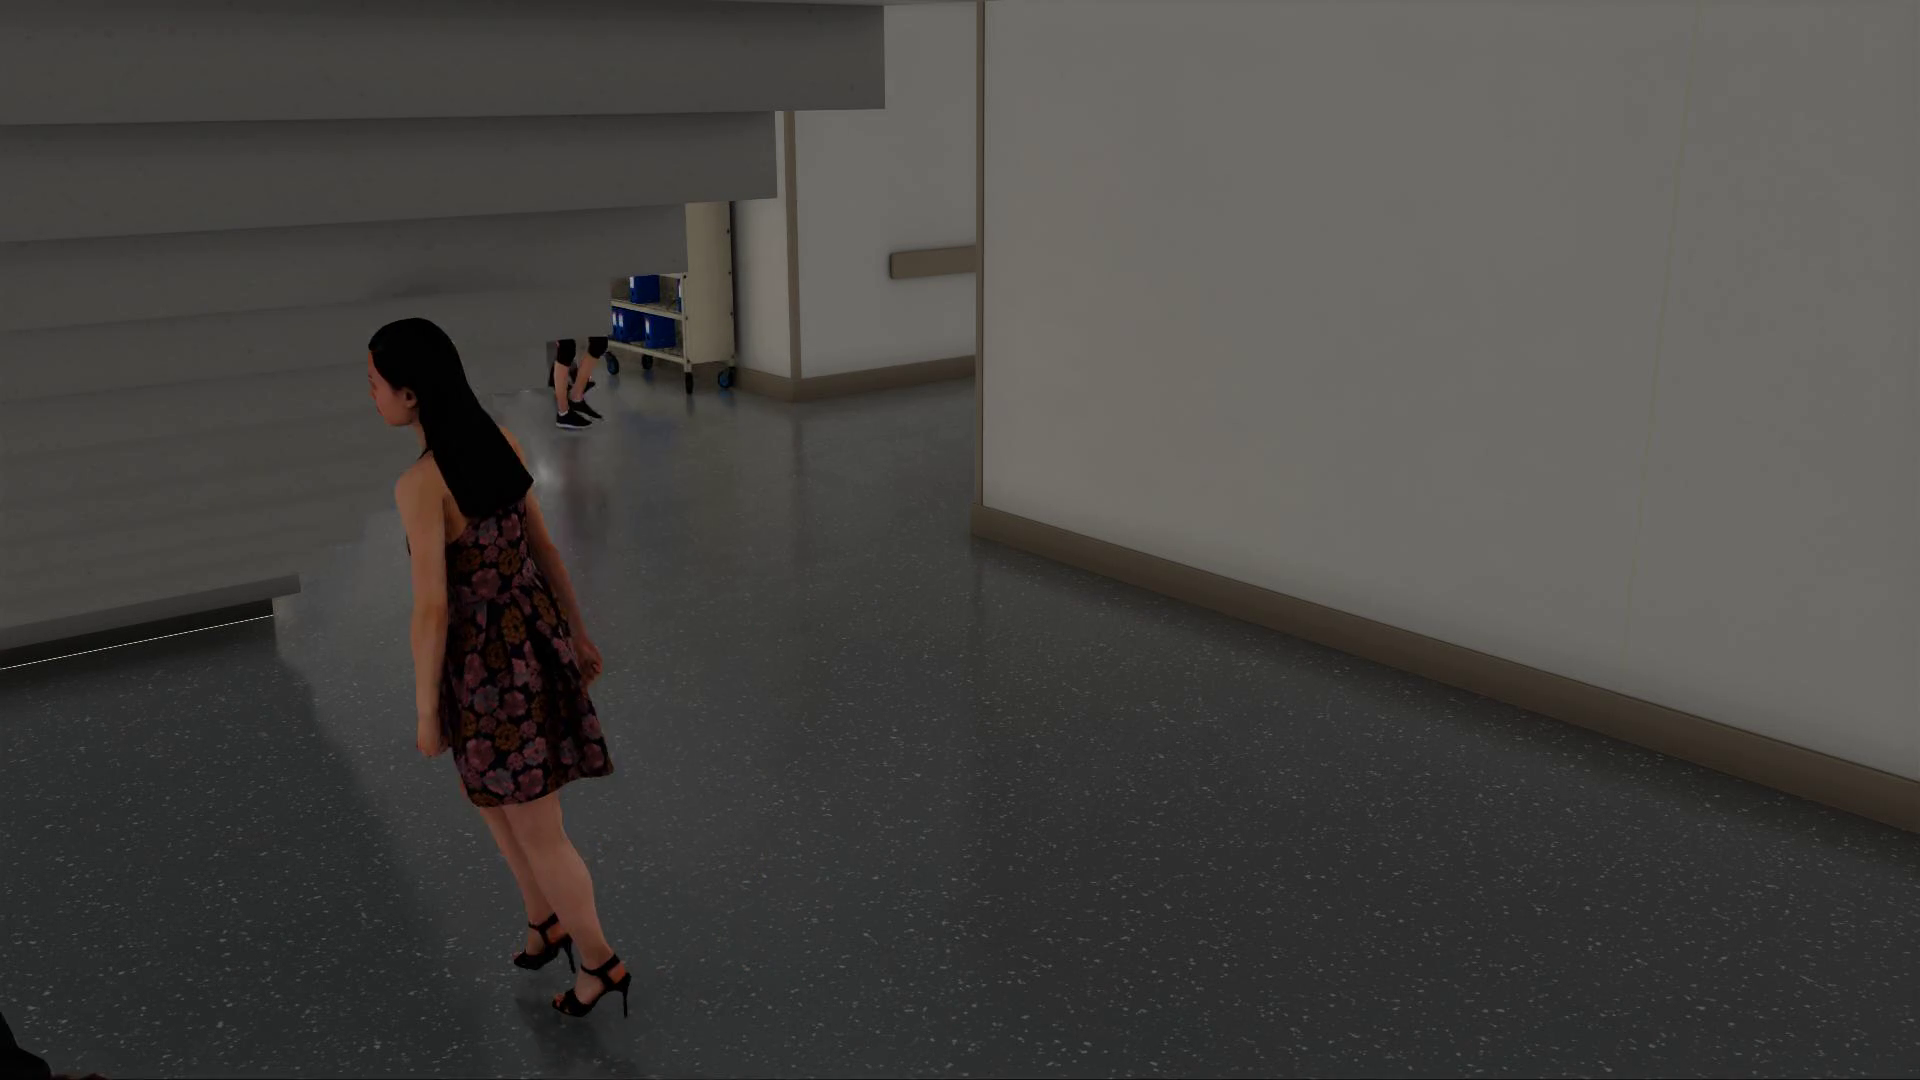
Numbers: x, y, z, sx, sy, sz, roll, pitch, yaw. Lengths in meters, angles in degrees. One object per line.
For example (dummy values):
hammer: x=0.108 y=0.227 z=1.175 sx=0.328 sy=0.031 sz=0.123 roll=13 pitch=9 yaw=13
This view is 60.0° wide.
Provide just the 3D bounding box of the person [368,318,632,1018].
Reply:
person: x=-1.014 y=0.362 z=3.897 sx=0.885 sy=1.729 sz=0.823 roll=5 pitch=17 yaw=17
